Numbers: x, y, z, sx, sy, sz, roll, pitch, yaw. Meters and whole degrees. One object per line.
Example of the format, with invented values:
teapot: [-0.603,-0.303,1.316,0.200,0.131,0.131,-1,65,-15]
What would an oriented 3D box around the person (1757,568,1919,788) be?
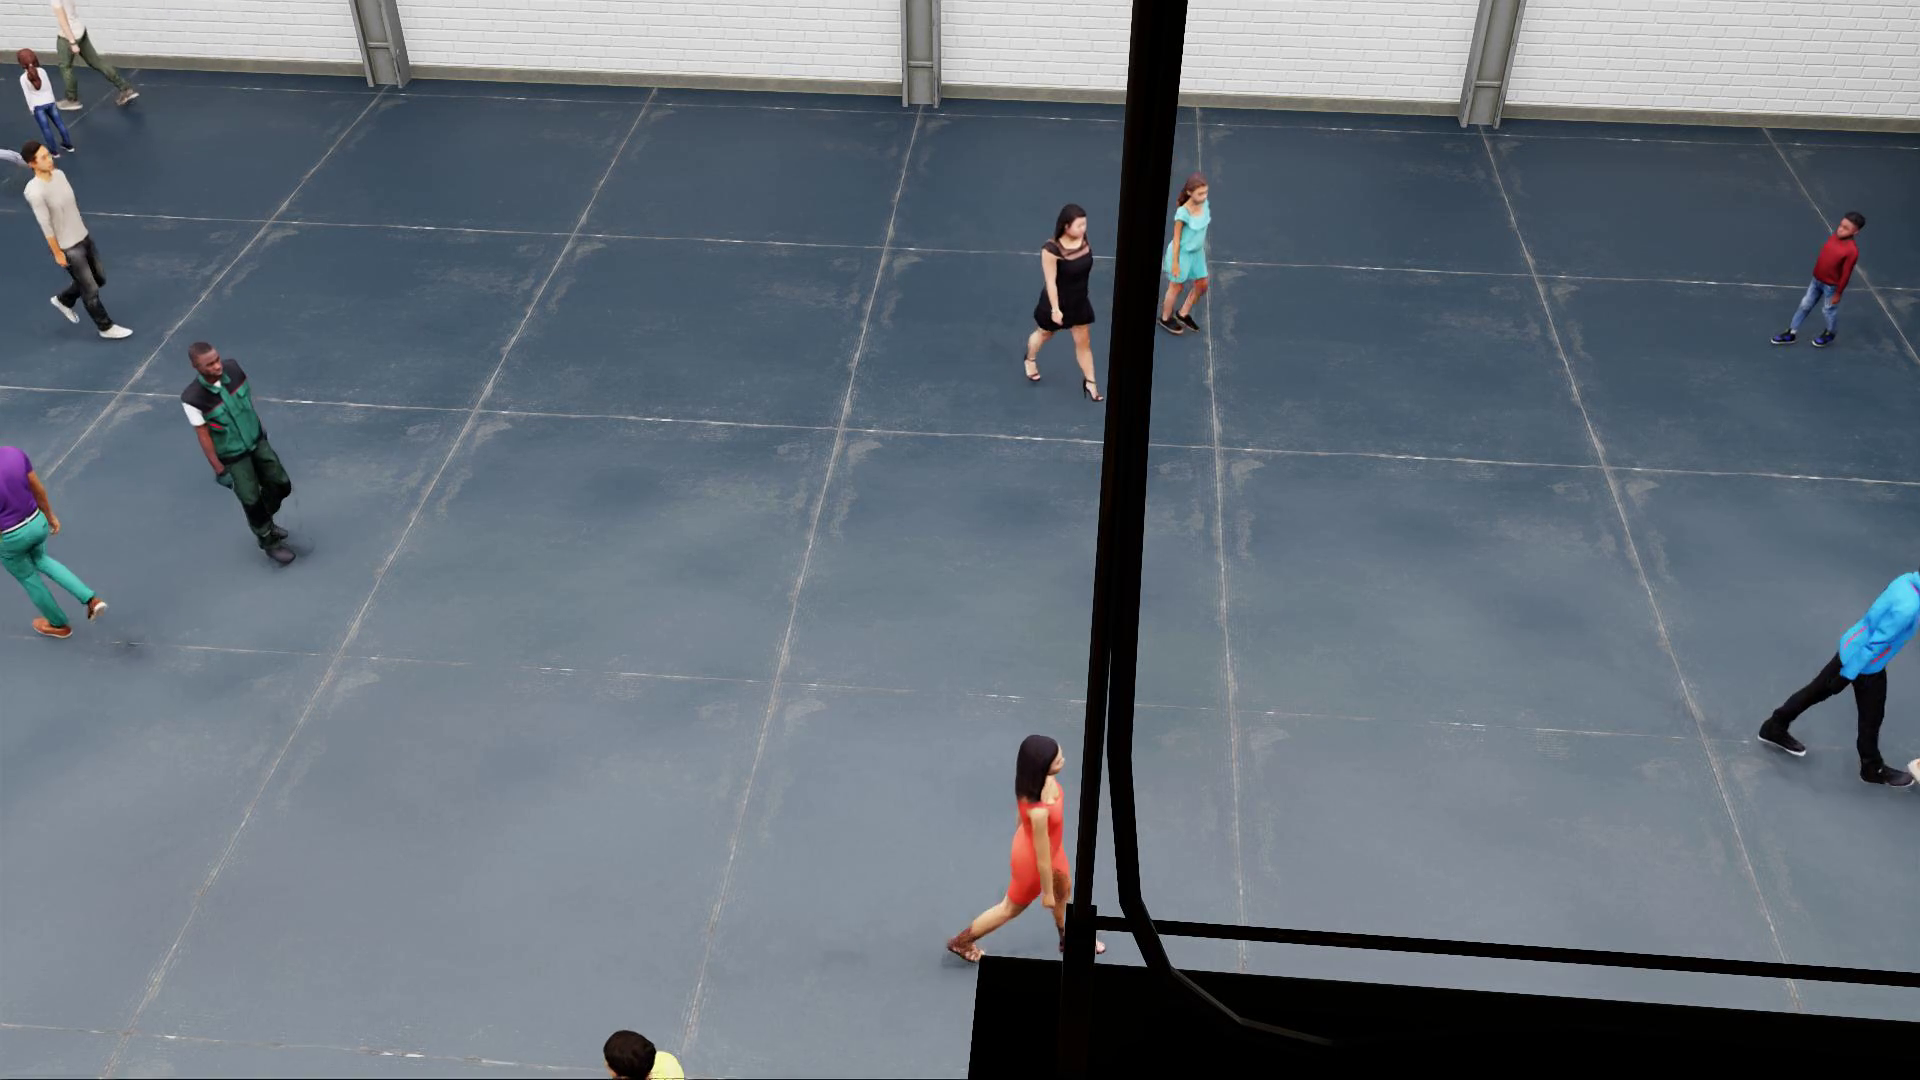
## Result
person: [5.286,0.713,9.939,1.195,1.731,0.895,18,42,21]

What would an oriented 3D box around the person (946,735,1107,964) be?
person: [0.307,1.687,8.754,1.144,1.688,0.703,-1,39,-1]

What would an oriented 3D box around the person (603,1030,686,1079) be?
person: [-1.247,2.753,7.420,0.805,1.686,0.634,6,39,7]

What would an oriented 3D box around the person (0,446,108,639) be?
person: [-6.063,-0.025,10.843,0.875,1.756,0.731,14,41,16]

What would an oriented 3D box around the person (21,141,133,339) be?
person: [-7.509,-2.481,13.885,0.873,1.798,0.649,4,39,5]

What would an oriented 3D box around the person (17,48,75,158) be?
person: [-9.335,-4.460,16.914,0.571,1.110,0.527,22,44,25]

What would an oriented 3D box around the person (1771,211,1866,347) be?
person: [7.343,-2.178,13.954,0.836,1.239,0.672,-11,40,-13]

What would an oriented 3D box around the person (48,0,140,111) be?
person: [-9.277,-5.312,17.575,1.164,1.615,0.702,-2,39,-2]

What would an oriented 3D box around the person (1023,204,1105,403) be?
person: [0.749,-1.902,13.266,1.067,1.664,1.133,-28,47,-31]

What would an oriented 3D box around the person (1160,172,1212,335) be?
person: [1.860,-2.443,14.049,0.712,1.533,0.772,-28,46,-31]

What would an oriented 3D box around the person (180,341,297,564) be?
person: [-5.017,-0.649,11.568,0.884,1.827,0.864,19,42,22]
